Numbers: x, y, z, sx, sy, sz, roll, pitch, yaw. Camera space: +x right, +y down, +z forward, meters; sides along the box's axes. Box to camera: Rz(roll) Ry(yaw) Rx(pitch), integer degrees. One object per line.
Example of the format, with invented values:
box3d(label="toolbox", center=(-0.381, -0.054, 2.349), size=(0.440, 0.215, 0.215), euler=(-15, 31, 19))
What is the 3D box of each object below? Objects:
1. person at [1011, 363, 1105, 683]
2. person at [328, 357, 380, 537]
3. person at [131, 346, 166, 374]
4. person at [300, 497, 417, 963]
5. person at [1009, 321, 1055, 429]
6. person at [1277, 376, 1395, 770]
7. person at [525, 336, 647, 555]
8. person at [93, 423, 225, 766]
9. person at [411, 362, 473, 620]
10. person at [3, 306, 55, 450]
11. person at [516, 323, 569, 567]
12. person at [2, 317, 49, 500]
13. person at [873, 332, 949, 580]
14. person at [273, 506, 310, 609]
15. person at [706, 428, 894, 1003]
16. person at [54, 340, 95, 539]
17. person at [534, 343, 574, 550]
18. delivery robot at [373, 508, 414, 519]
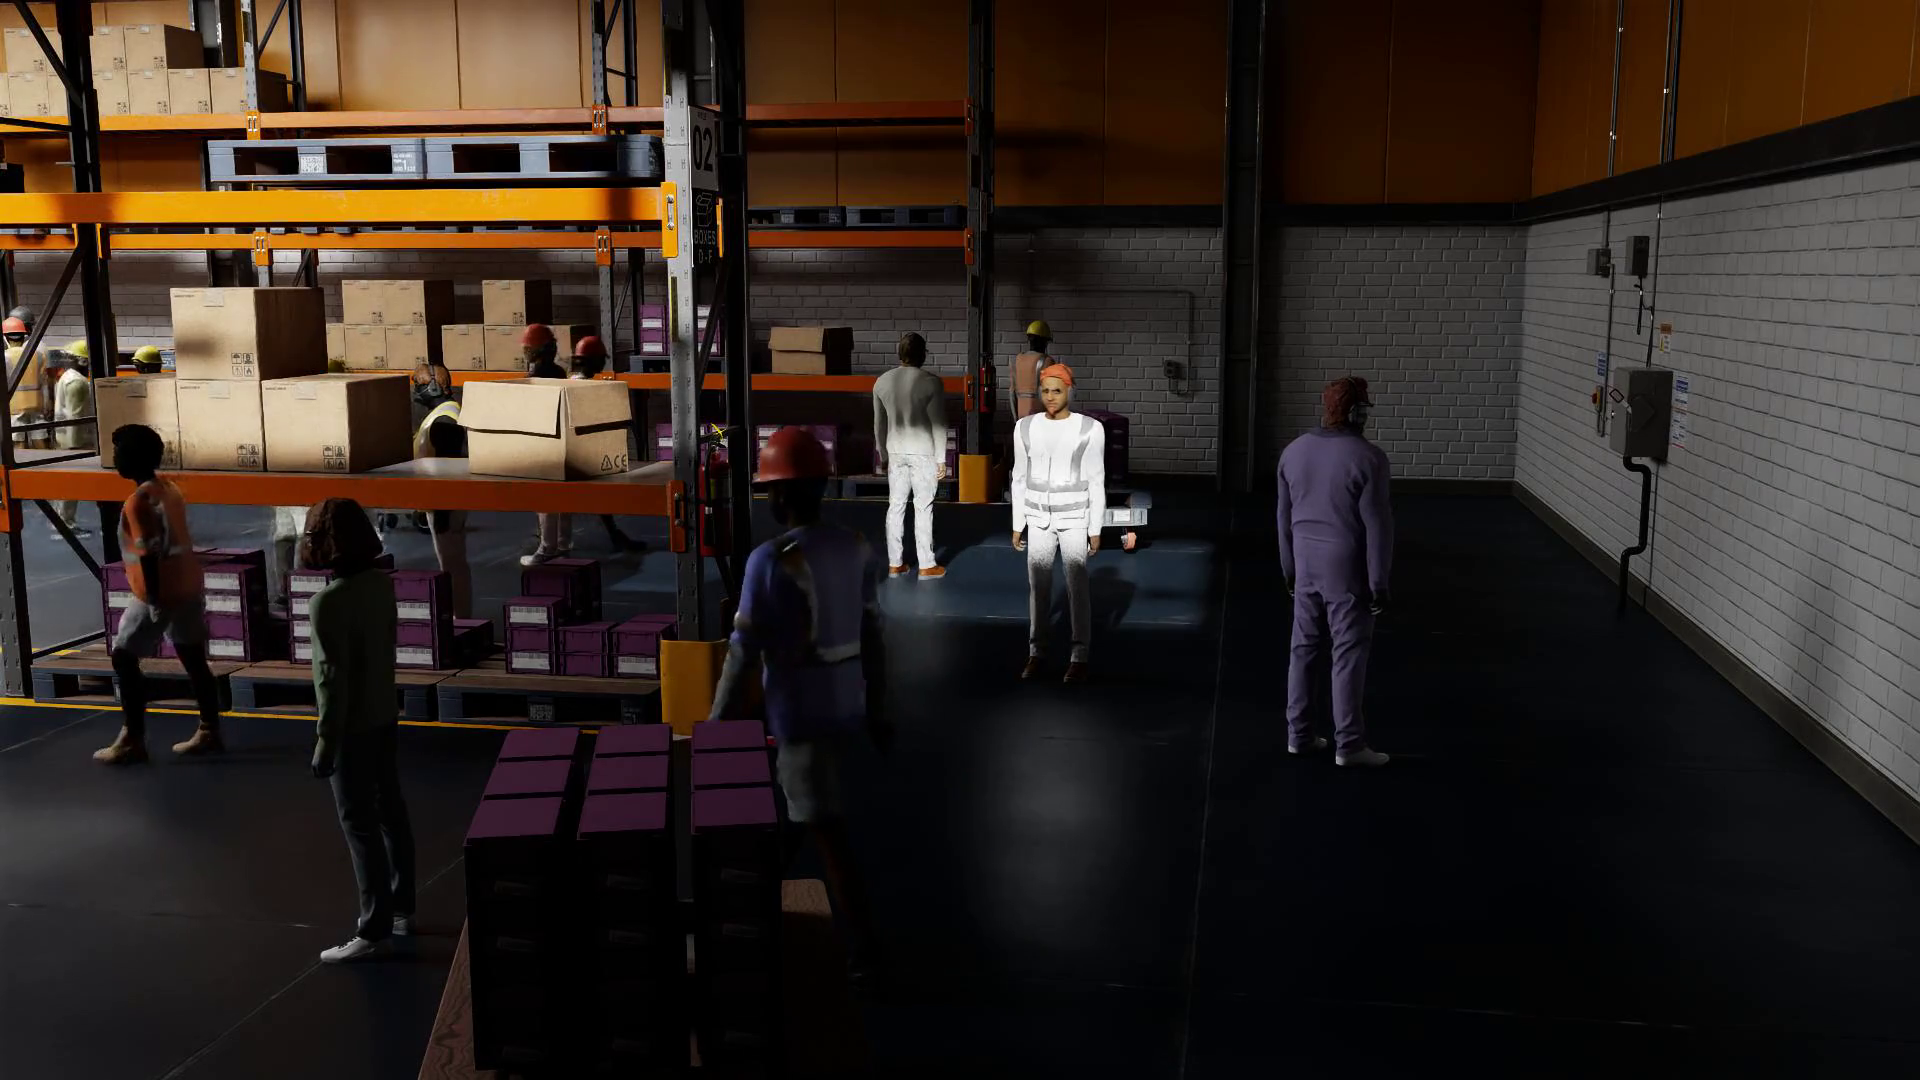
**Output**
box3d(label="person", center=(0.574, -0.097, 9.796), size=(0.576, 1.880, 0.351), euler=(4, 10, 23))
box3d(label="person", center=(-4.978, -0.617, 13.443), size=(0.433, 1.725, 0.494), euler=(-9, 13, -43))
box3d(label="person", center=(-7.215, -0.849, 14.841), size=(0.522, 1.758, 0.350), euler=(7, 11, 35))
box3d(label="person", center=(-2.116, 0.662, 5.834), size=(0.270, 1.632, 0.504), euler=(1, 9, 7))
box3d(label="person", center=(0.769, -1.247, 16.808), size=(0.585, 1.917, 0.382), euler=(8, 12, 42))
box3d(label="person", center=(1.857, 0.155, 8.140), size=(0.400, 1.907, 0.644), euler=(-7, 12, -37))
box3d(label="person", center=(-3.218, -0.779, 14.034), size=(1.013, 1.880, 0.556), euler=(-3, 10, -17))
box3d(label="person", center=(-3.997, 0.268, 8.145), size=(0.684, 1.673, 0.546), euler=(0, 9, -2))
box3d(label="person", center=(-3.339, -0.224, 10.719), size=(0.428, 1.837, 0.621), euler=(-4, 10, -21))
box3d(label="person", center=(-10.320, -1.572, 18.437), size=(0.688, 2.000, 0.536), euler=(1, 9, 6))
box3d(label="person", center=(-3.406, -0.773, 13.649), size=(0.413, 1.988, 0.661), euler=(1, 9, 7))
box3d(label="person", center=(-9.931, -1.384, 17.602), size=(0.376, 1.934, 0.547), euler=(6, 11, 33))
box3d(label="person", center=(-0.373, -0.653, 13.050), size=(0.632, 1.939, 0.368), euler=(4, 10, 25))
box3d(label="person", center=(-4.704, -0.368, 11.801), size=(0.722, 1.787, 0.407), euler=(9, 13, 44))
box3d(label="person", center=(-0.598, 0.569, 5.648), size=(1.014, 1.877, 0.566), euler=(6, 11, 33))
box3d(label="person", center=(-7.868, -0.917, 15.109), size=(0.779, 1.793, 0.614), euler=(-6, 11, -33))
box3d(label="person", center=(-3.545, -0.829, 14.381), size=(0.329, 1.865, 0.518), euler=(-5, 10, -27))
box3d(label="delivery robot", center=(-5.116, -0.403, 15.491), size=(0.707, 0.478, 0.477), euler=(1, 9, 7))
